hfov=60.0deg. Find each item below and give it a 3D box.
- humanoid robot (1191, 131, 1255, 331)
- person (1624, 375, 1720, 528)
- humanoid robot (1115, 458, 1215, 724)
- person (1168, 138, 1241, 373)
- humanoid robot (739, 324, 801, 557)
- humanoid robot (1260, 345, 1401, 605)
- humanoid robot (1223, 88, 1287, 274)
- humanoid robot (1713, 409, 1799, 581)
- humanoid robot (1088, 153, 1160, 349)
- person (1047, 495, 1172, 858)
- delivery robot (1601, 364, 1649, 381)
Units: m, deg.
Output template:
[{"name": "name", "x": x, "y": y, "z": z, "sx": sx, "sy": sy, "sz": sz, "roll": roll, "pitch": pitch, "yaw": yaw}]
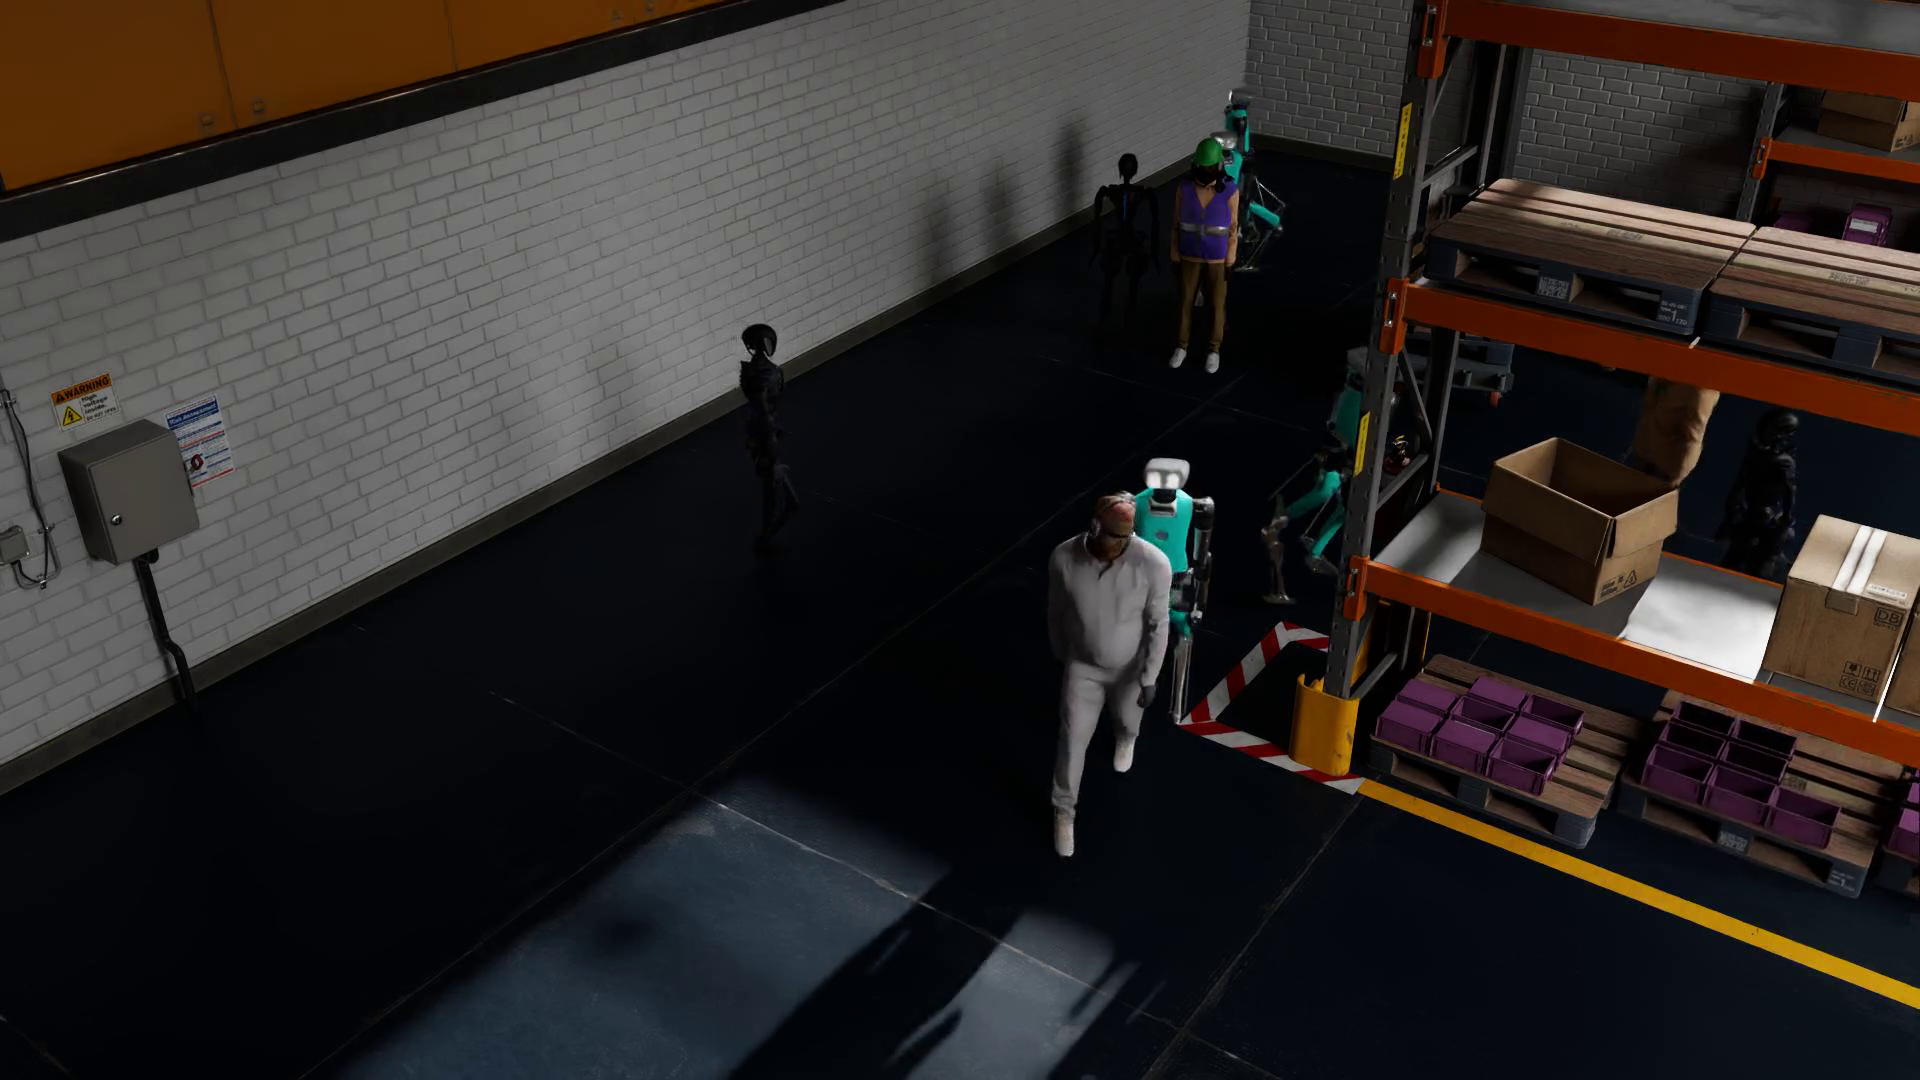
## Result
[{"name": "humanoid robot", "x": 2.158, "y": -2.735, "z": 14.350, "sx": 0.550, "sy": 1.767, "sz": 0.884, "roll": -3, "pitch": 30, "yaw": -5}, {"name": "person", "x": 4.423, "y": -0.547, "z": 10.396, "sx": 0.508, "sy": 1.855, "sz": 0.558, "roll": -9, "pitch": 31, "yaw": -16}, {"name": "humanoid robot", "x": 1.106, "y": 0.242, "z": 9.165, "sx": 0.538, "sy": 1.771, "sz": 0.835, "roll": 5, "pitch": 30, "yaw": 8}, {"name": "person", "x": 1.955, "y": -2.290, "z": 13.363, "sx": 0.530, "sy": 1.924, "sz": 0.426, "roll": 8, "pitch": 31, "yaw": 13}, {"name": "humanoid robot", "x": -1.228, "y": -0.635, "z": 10.730, "sx": 0.359, "sy": 1.653, "sz": 0.600, "roll": -5, "pitch": 30, "yaw": -8}, {"name": "humanoid robot", "x": 2.178, "y": -0.315, "z": 10.143, "sx": 0.983, "sy": 1.747, "sz": 0.531, "roll": -12, "pitch": 32, "yaw": -20}, {"name": "humanoid robot", "x": 2.709, "y": -3.175, "z": 15.126, "sx": 0.732, "sy": 1.841, "sz": 0.539, "roll": 0, "pitch": 30, "yaw": -1}, {"name": "humanoid robot", "x": 4.645, "y": -0.020, "z": 9.673, "sx": 0.374, "sy": 1.643, "sz": 0.600, "roll": -2, "pitch": 30, "yaw": -4}, {"name": "humanoid robot", "x": 1.367, "y": -2.410, "z": 13.800, "sx": 0.601, "sy": 1.649, "sz": 0.388, "roll": 6, "pitch": 30, "yaw": 10}, {"name": "person", "x": 0.733, "y": 0.594, "z": 8.438, "sx": 0.623, "sy": 1.832, "sz": 0.996, "roll": 4, "pitch": 30, "yaw": 7}, {"name": "delivery robot", "x": 5.635, "y": -1.535, "z": 13.435, "sx": 0.499, "sy": 0.613, "sz": 0.797, "roll": -23, "pitch": 37, "yaw": -34}]
